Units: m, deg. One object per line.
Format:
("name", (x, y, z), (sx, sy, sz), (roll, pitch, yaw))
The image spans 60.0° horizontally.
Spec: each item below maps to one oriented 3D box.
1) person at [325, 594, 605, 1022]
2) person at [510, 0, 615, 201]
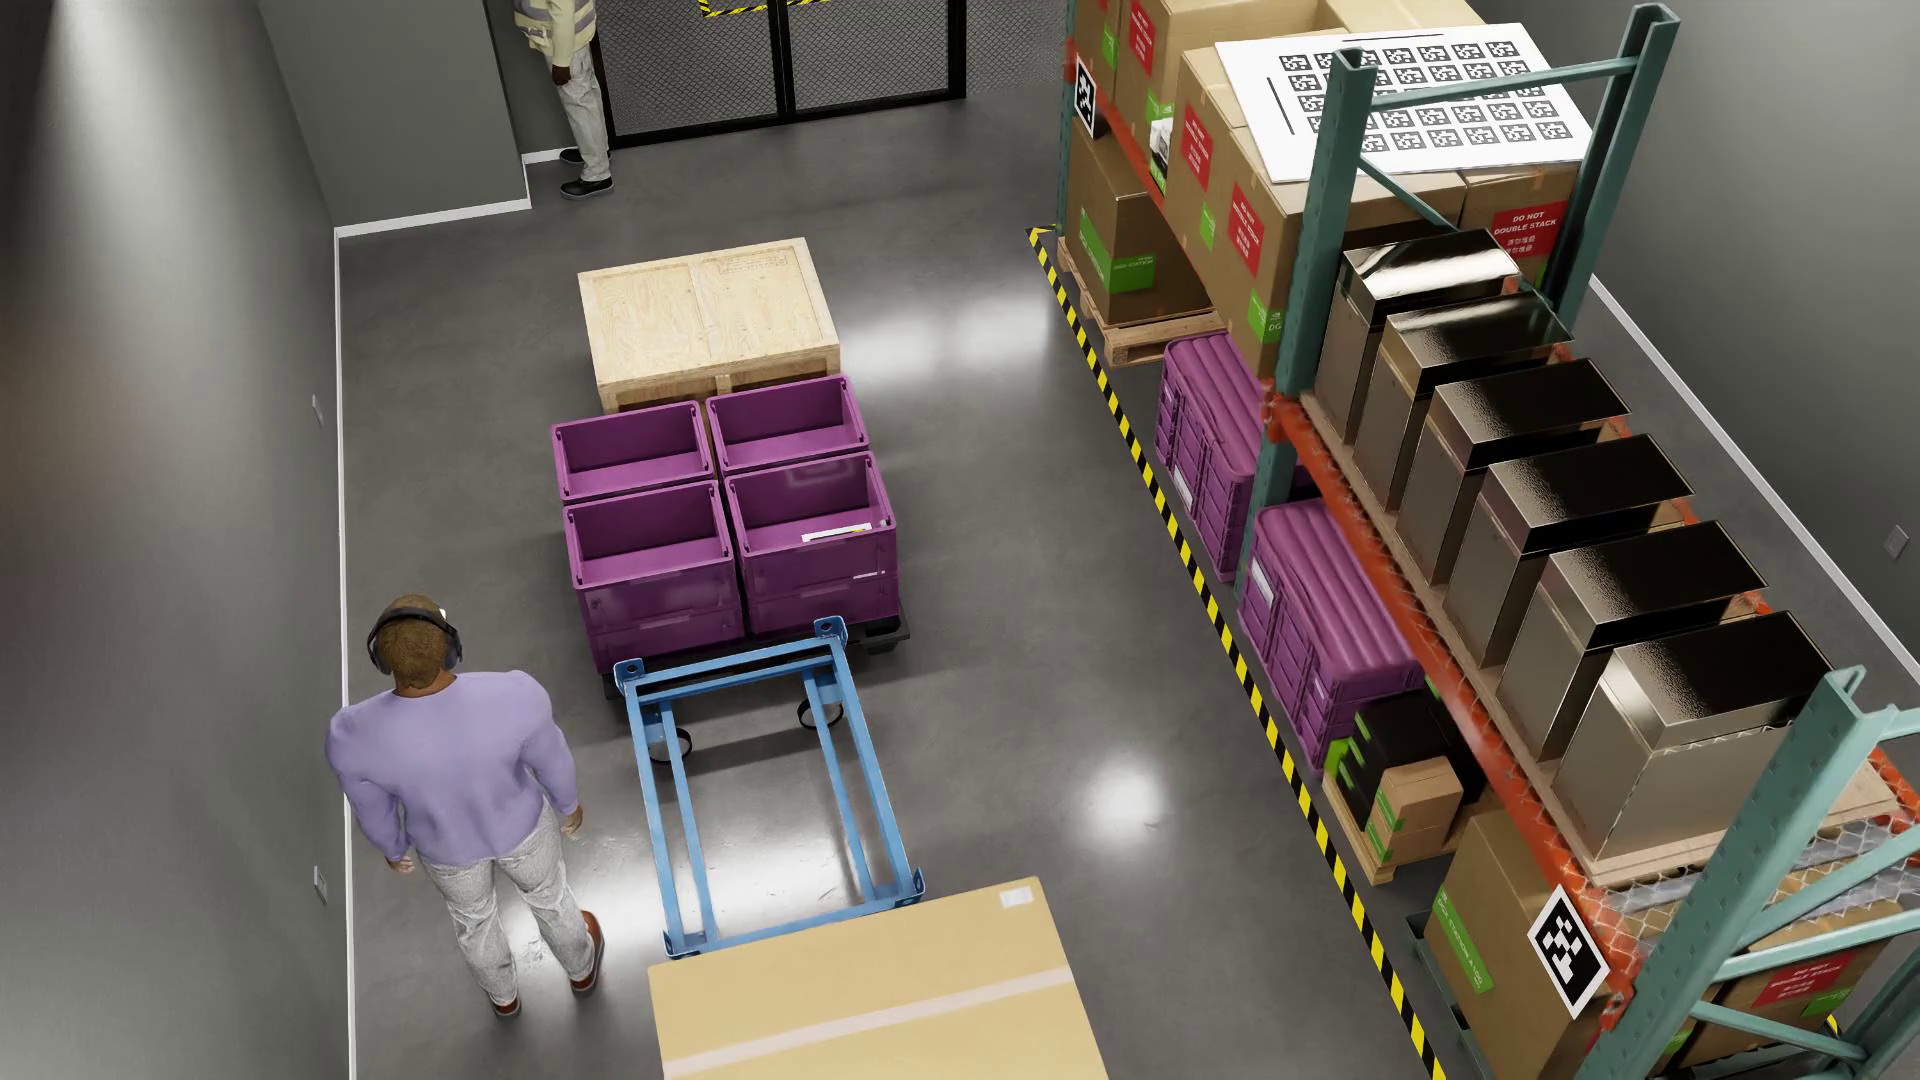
("person", (-1.470, 0.864, 5.093), (0.635, 1.937, 0.353), (-13, 49, -12))
("person", (-2.008, -2.561, 8.309), (0.404, 1.830, 0.599), (-6, 48, -5))
